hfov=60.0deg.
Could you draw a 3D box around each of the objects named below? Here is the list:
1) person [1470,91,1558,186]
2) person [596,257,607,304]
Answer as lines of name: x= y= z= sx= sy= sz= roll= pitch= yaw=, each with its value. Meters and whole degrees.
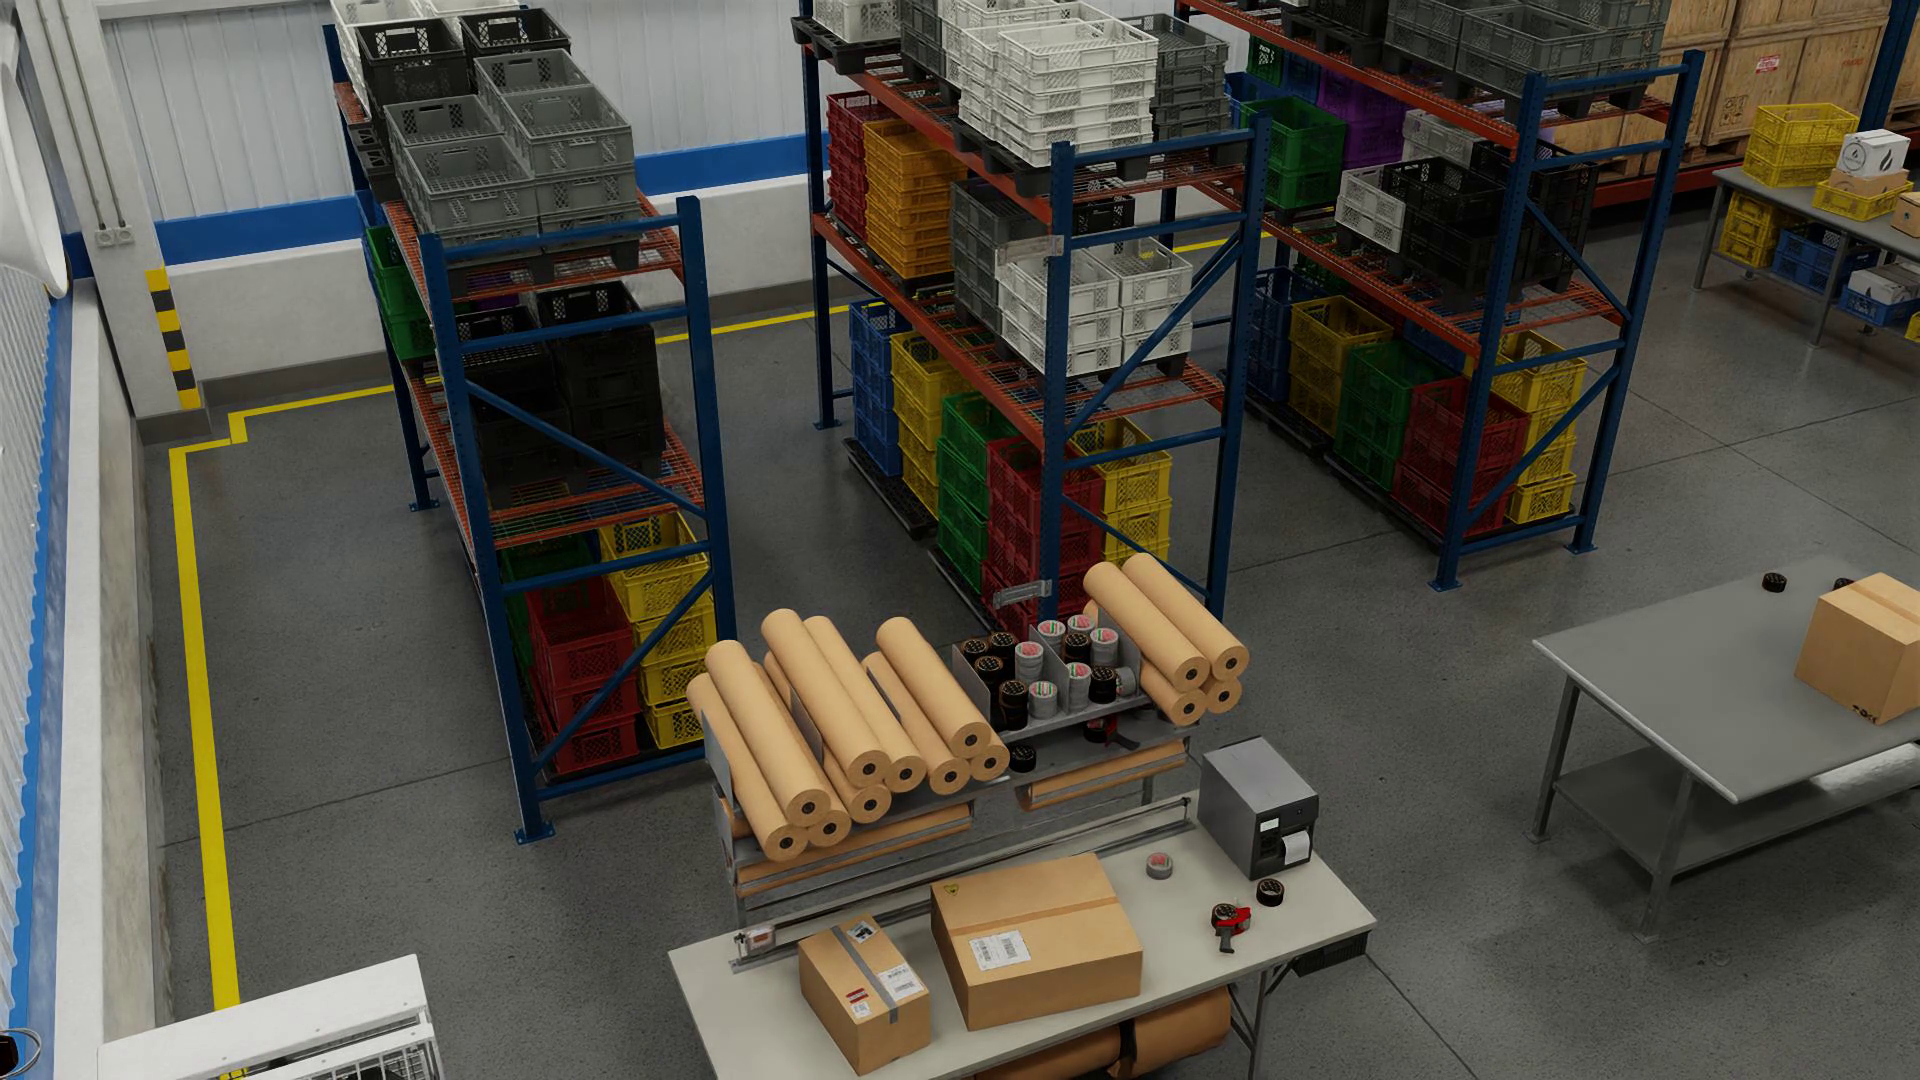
person: x=4.260 y=-2.850 z=12.995 sx=0.635 sy=1.937 sz=0.352 roll=12 pitch=34 yaw=19
person: x=-2.512 y=-1.636 z=11.098 sx=0.619 sy=1.865 sz=0.583 roll=14 pitch=34 yaw=21
